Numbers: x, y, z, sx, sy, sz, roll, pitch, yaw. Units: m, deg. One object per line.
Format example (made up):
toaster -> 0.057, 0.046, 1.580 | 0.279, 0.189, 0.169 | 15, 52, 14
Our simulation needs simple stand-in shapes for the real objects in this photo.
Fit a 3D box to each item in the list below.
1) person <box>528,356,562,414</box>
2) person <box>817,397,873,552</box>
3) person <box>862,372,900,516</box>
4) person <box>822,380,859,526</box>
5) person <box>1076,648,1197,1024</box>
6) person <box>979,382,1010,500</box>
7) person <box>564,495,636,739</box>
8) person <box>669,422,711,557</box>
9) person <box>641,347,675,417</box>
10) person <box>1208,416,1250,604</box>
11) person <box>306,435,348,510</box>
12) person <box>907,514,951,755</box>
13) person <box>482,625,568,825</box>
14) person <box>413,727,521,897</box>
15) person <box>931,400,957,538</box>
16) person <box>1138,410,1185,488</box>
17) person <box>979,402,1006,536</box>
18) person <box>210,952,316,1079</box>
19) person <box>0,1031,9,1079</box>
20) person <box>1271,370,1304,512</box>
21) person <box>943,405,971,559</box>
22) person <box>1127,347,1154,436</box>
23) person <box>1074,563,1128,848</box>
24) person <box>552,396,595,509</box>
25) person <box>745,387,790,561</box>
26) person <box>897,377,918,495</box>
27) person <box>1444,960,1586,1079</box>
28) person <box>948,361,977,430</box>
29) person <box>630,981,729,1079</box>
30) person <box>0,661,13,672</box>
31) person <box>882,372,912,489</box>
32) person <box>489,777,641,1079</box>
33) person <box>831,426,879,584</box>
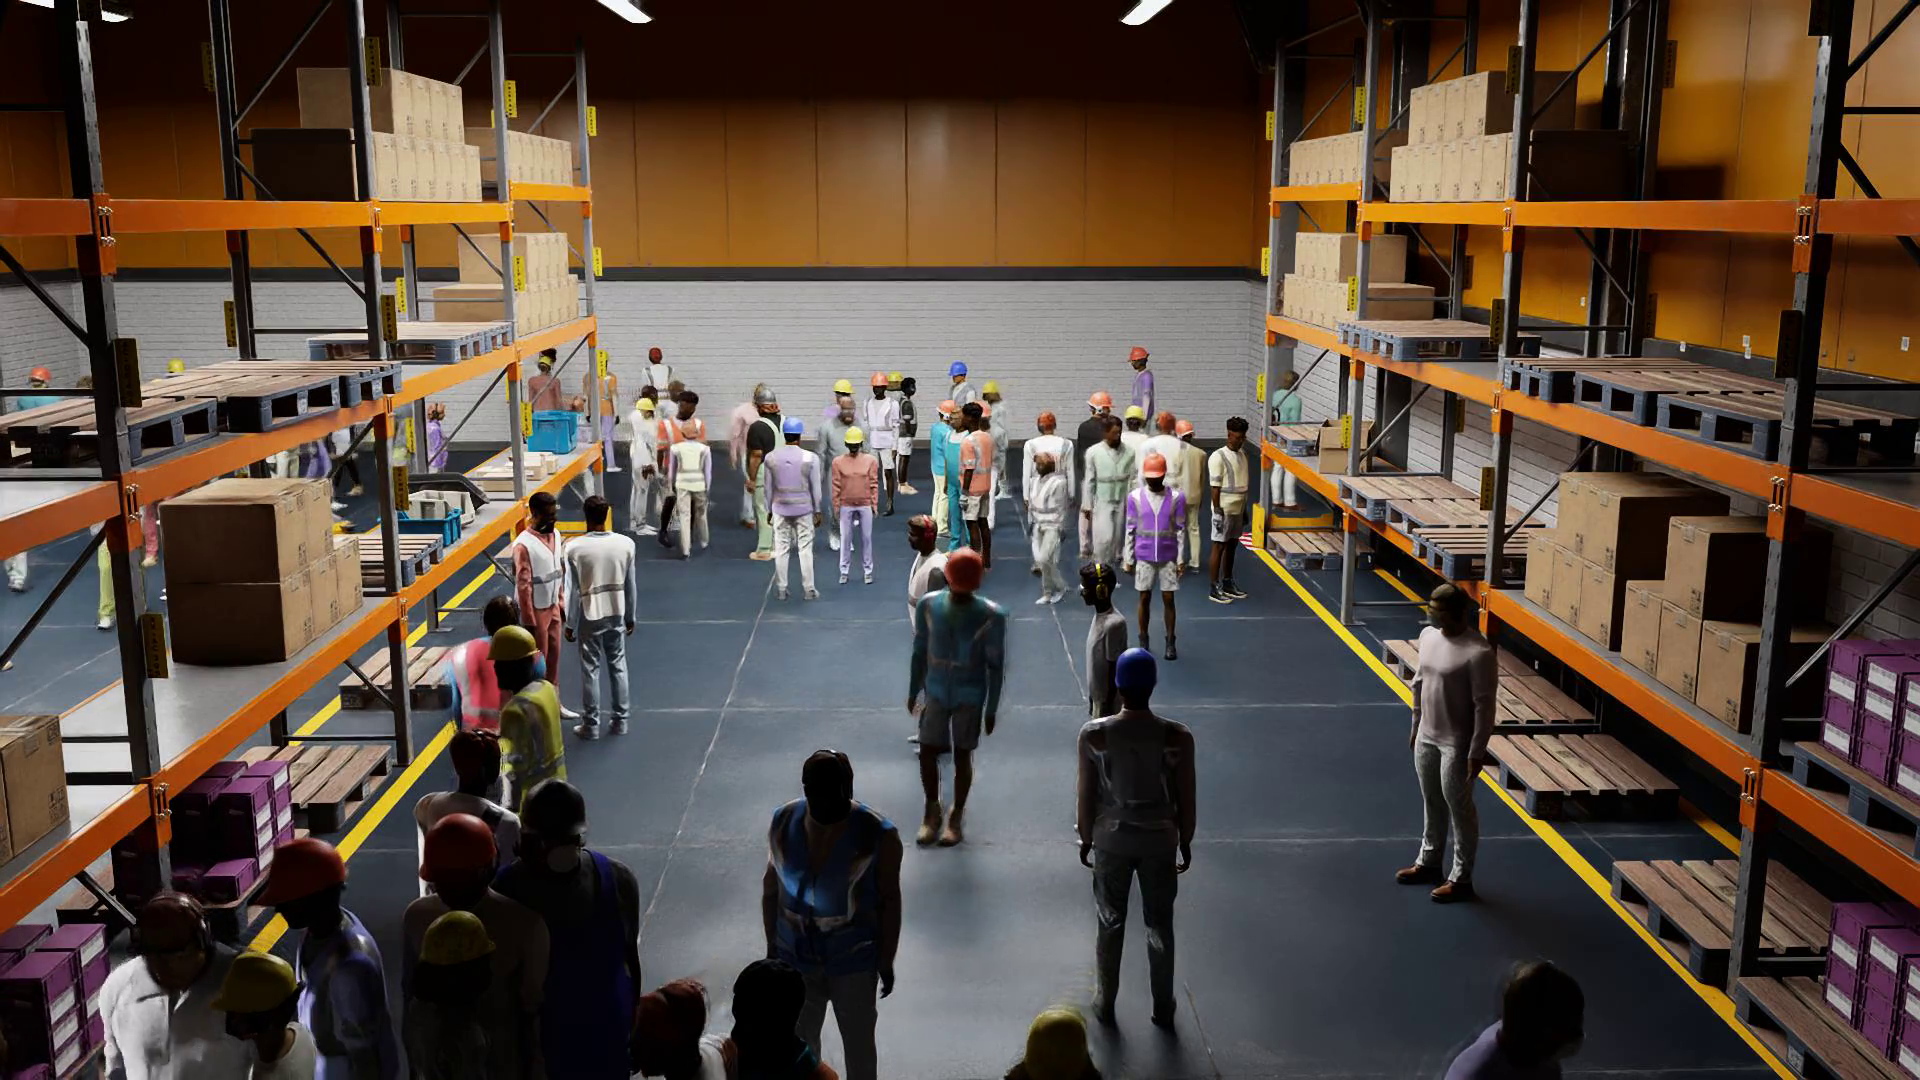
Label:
person -> -6.670, -2.078, 26.783 | 0.532, 1.754, 0.342 | -1, 11, -4
person -> -1.357, -0.779, 19.927 | 0.670, 1.882, 0.474 | -4, 12, -18
person -> -1.077, -1.285, 22.327 | 0.546, 1.942, 0.352 | 4, 12, 21
person -> -1.534, -1.117, 21.558 | 0.416, 1.912, 0.607 | -10, 15, -42
person -> 0.883, 1.494, 8.367 | 0.605, 1.951, 0.380 | 1, 11, 5
person -> 0.402, -1.372, 23.364 | 0.887, 1.689, 0.503 | -9, 14, -38
person -> -2.796, 0.601, 12.964 | 0.594, 1.909, 0.404 | -9, 14, -37
person -> -3.210, -0.611, 19.809 | 0.506, 1.596, 0.823 | -2, 11, -9
person -> -4.914, -2.202, 27.122 | 0.588, 1.872, 0.377 | -6, 13, -28
person -> 2.845, -0.327, 17.475 | 0.380, 1.958, 0.603 | 10, 15, 40
person -> -8.736, -1.312, 22.750 | 0.696, 1.825, 0.549 | -4, 12, -20
person -> -0.205, 0.707, 12.617 | 0.383, 1.836, 0.560 | -3, 12, -13
person -> -2.325, 1.396, 8.949 | 0.428, 1.916, 0.620 | 1, 11, 4
person -> -2.131, 1.743, 7.323 | 0.580, 1.878, 0.362 | 6, 13, 27
person -> -0.175, -0.892, 20.872 | 0.354, 1.737, 0.576 | -4, 12, -18
person -> 2.305, -0.522, 18.707 | 0.602, 1.865, 0.816 | -1, 11, -7
person -> 0.312, -0.928, 21.154 | 0.544, 1.699, 0.925 | 1, 11, 3
person -> -2.205, 2.174, 5.421 | 0.330, 1.769, 0.526 | -2, 12, -12
person -> -2.830, 2.252, 4.960 | 0.514, 1.807, 0.948 | 3, 12, 16
person -> 4.463, -1.349, 22.668 | 0.373, 1.936, 0.644 | -5, 12, -23
person -> 0.000, -0.655, 19.411 | 0.330, 1.843, 0.519 | -11, 16, -43
person -> 2.735, -1.917, 25.297 | 0.409, 2.028, 0.613 | -1, 11, -7
person -> 0.919, 1.061, 10.791 | 0.338, 1.856, 0.525 | -1, 11, -6
person -> -5.269, -1.180, 22.682 | 0.886, 1.593, 0.516 | 0, 11, -2
person -> -2.285, -0.785, 19.566 | 0.536, 2.000, 0.673 | 9, 14, 38
person -> -0.774, -1.512, 24.071 | 0.322, 1.699, 0.536 | -1, 11, -7
person -> 1.569, 2.152, 5.185 | 0.620, 1.910, 0.658 | 10, 15, 42
person -> 0.008, -1.603, 23.938 | 0.416, 1.939, 0.605 | -7, 13, -30
person -> -0.767, 2.196, 5.108 | 0.462, 1.854, 0.603 | -3, 12, -13
person -> -8.723, 0.283, 14.742 | 0.501, 1.839, 0.342 | 5, 12, 25
person -> -0.951, -1.600, 24.418 | 0.483, 1.738, 0.312 | 5, 12, 24
person -> -1.471, 1.876, 6.225 | 0.684, 2.000, 0.538 | -7, 13, -31
person -> -1.150, -0.377, 18.241 | 0.518, 1.756, 0.345 | -1, 11, -5
